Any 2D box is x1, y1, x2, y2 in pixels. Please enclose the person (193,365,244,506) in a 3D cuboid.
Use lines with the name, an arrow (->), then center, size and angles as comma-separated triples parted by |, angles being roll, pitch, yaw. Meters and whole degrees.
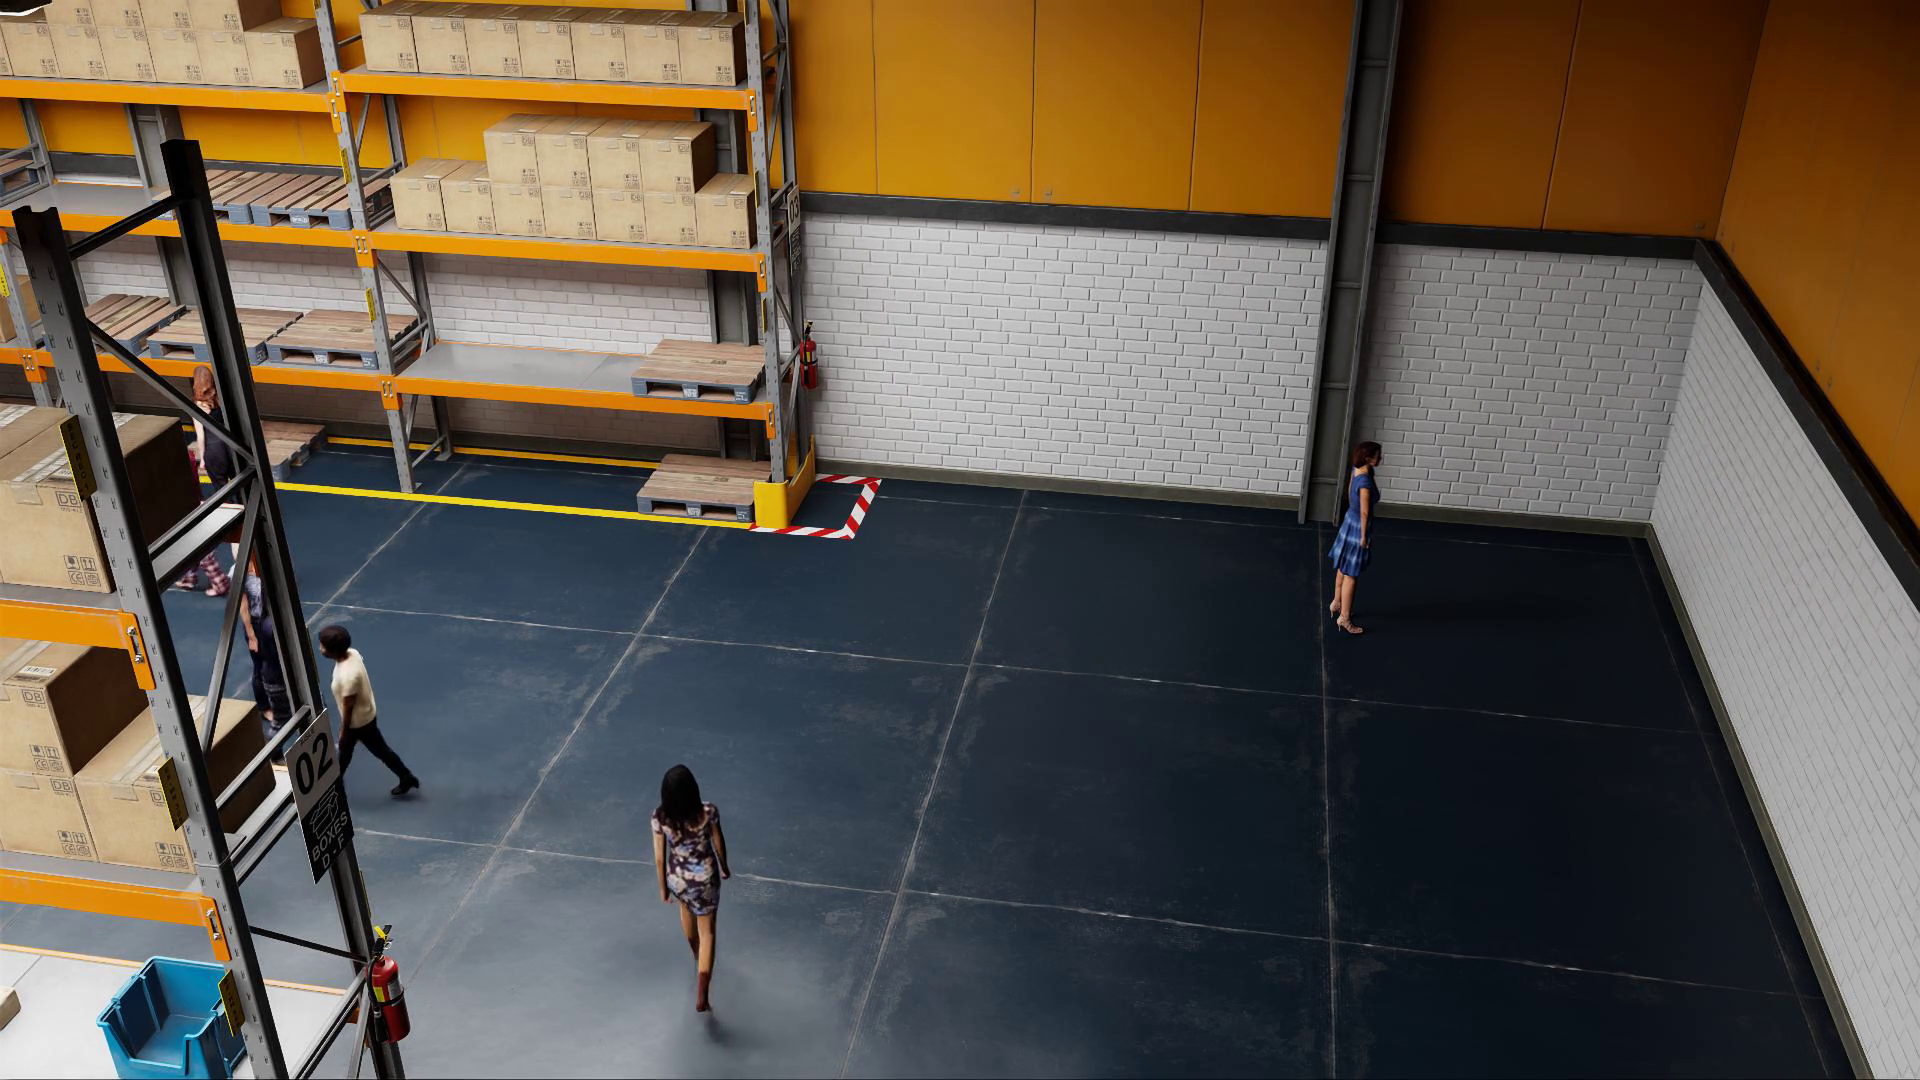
person -> -7.158, -0.874, 16.111 | 0.647, 1.748, 0.655 | 17, 33, 28

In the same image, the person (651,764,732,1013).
person -> -1.681, 2.209, 10.512 | 1.083, 1.698, 0.805 | -1, 29, -1

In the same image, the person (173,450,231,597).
person -> -6.875, -0.238, 15.003 | 0.881, 1.693, 0.770 | -2, 29, -3

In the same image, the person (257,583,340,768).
person -> -5.252, 1.016, 12.689 | 0.926, 1.707, 0.824 | -5, 29, -9

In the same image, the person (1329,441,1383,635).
person -> 3.475, -0.043, 14.528 | 0.634, 1.805, 0.708 | 0, 29, -1

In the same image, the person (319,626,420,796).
person -> -4.366, 1.314, 12.315 | 1.119, 1.543, 0.916 | -8, 30, -15
